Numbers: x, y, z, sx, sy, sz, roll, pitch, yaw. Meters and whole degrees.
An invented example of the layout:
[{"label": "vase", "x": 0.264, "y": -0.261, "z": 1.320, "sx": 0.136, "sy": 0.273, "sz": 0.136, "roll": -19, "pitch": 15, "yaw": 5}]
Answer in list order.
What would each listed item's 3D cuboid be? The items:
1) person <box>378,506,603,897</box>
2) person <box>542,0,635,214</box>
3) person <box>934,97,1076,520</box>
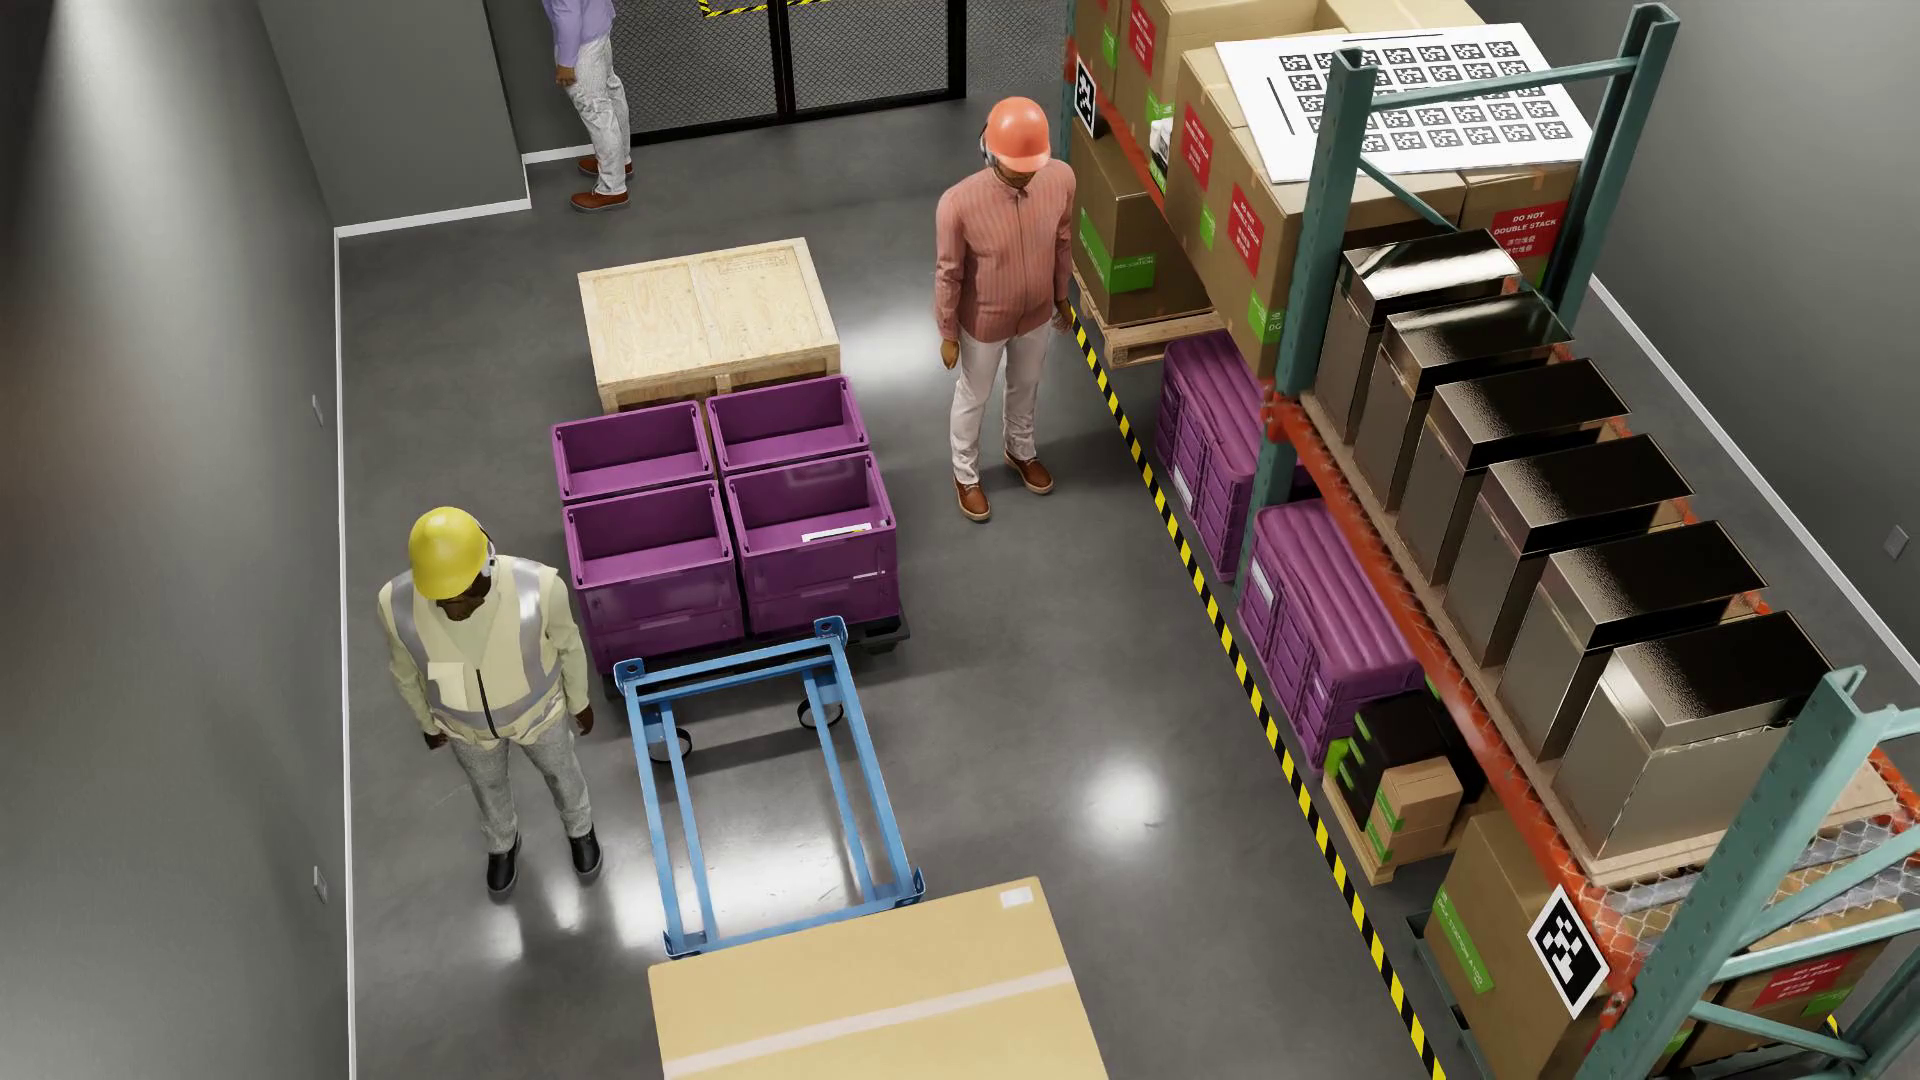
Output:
[{"label": "person", "x": -1.502, "y": 0.545, "z": 5.456, "sx": 0.592, "sy": 1.833, "sz": 0.404, "roll": -8, "pitch": 48, "yaw": -7}, {"label": "person", "x": -1.884, "y": -2.513, "z": 8.195, "sx": 0.372, "sy": 1.940, "sz": 0.631, "roll": 1, "pitch": 47, "yaw": 1}, {"label": "person", "x": 0.193, "y": -0.910, "z": 6.685, "sx": 0.622, "sy": 1.990, "sz": 0.397, "roll": -22, "pitch": 51, "yaw": -19}]
